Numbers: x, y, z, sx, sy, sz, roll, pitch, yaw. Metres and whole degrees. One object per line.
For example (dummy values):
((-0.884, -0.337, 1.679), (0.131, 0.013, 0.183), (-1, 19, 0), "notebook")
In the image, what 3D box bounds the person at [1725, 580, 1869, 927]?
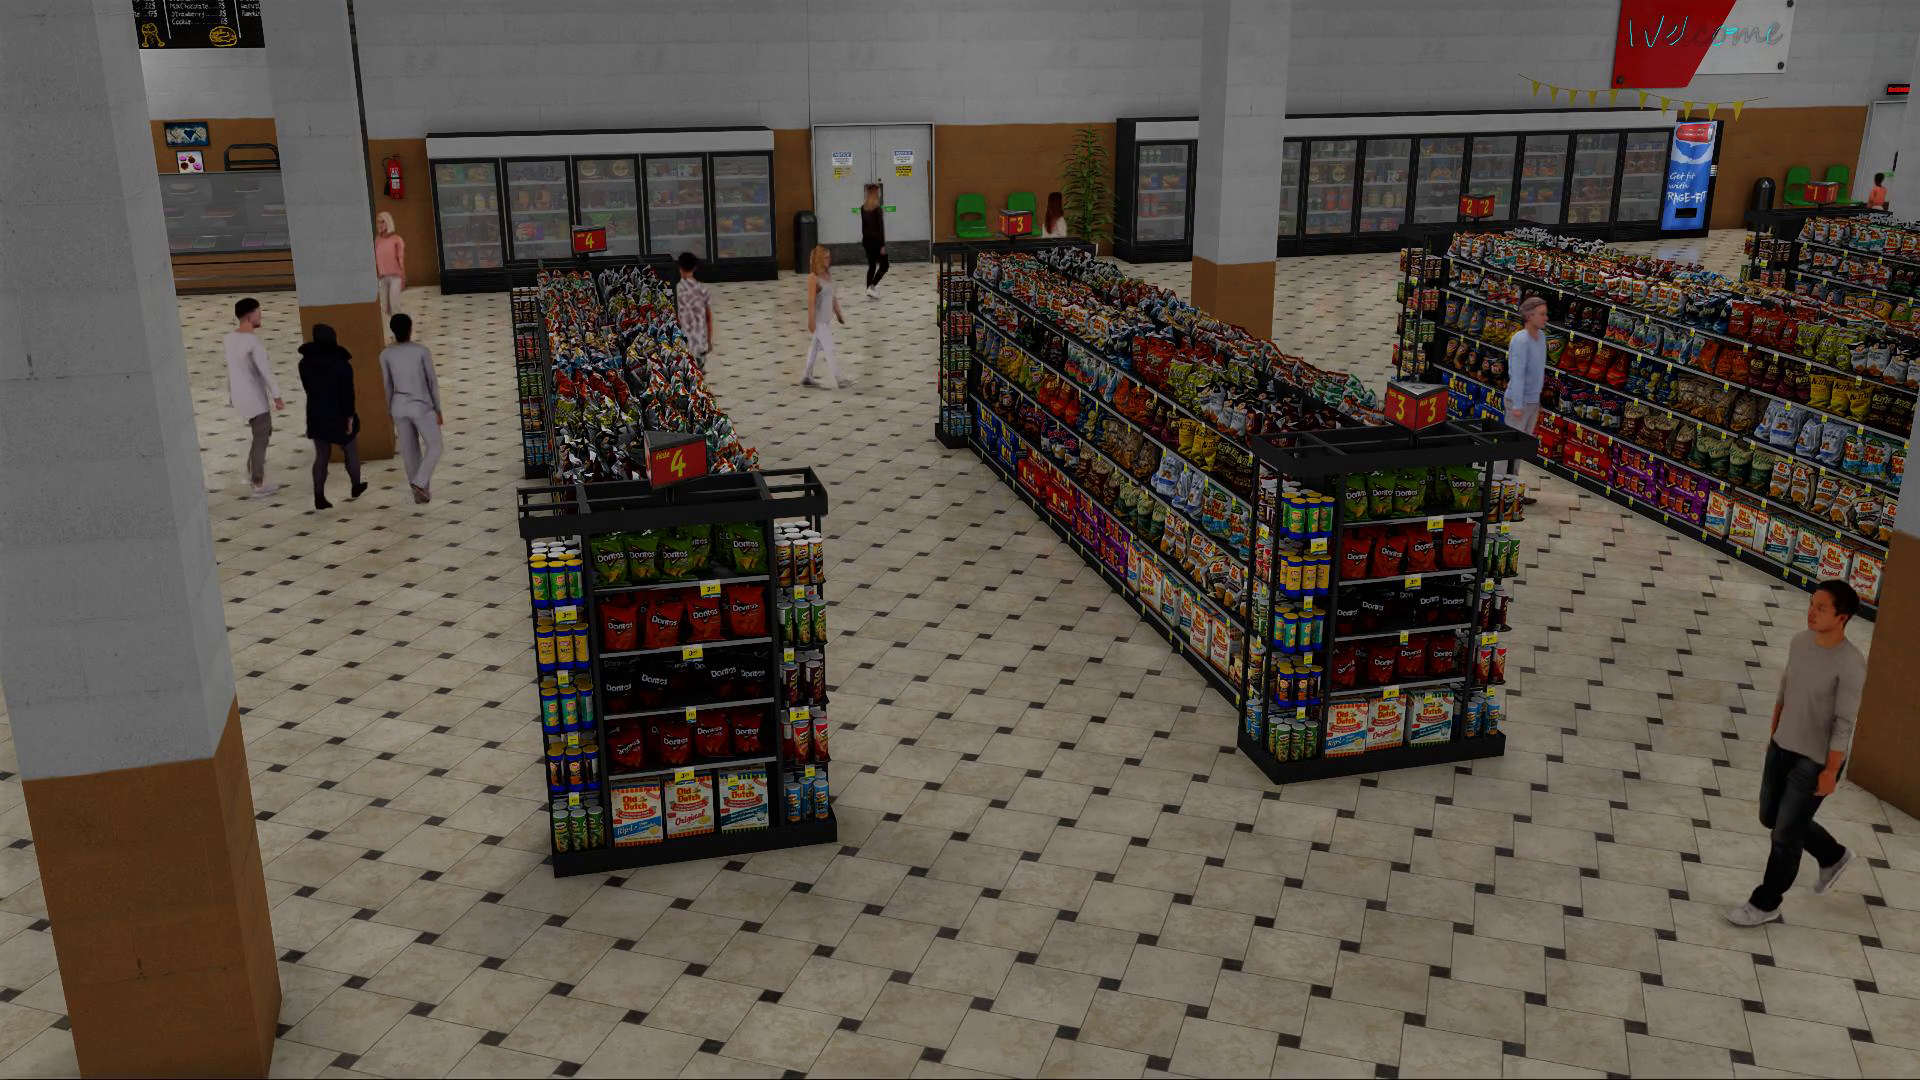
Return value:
((4.215, 1.047, 8.158), (0.767, 1.795, 0.908), (-3, 19, -10), "person")

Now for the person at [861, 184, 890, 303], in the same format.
((-1.312, -4.283, 24.124), (0.800, 1.692, 0.703), (-17, 25, -41), "person")

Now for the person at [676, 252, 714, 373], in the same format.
((-2.819, -2.082, 17.430), (0.756, 1.800, 0.795), (-9, 21, -25), "person")

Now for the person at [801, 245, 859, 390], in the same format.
((-1.665, -2.538, 19.037), (0.984, 1.636, 1.016), (5, 19, 15), "person")

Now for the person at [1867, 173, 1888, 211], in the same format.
((16.022, -5.757, 29.093), (0.487, 1.310, 0.471), (-4, 19, -13), "person")

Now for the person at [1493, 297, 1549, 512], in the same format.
((4.968, -1.214, 14.710), (0.768, 1.893, 0.754), (16, 25, 40), "person")

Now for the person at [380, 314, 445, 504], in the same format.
((-4.854, -1.123, 14.709), (0.778, 1.721, 0.942), (0, 19, -1), "person")

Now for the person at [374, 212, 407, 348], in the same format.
((-7.230, -3.344, 21.309), (0.819, 1.712, 0.924), (5, 19, 15), "person")

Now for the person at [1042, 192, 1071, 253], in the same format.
((1.259, -3.963, 23.136), (0.682, 1.717, 0.577), (-9, 20, -24), "person")

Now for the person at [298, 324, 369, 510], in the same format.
((-5.581, -1.055, 14.631), (0.894, 1.641, 1.160), (1, 19, 4), "person")

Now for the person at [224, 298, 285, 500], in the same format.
((-6.422, -1.249, 14.924), (0.787, 1.821, 0.863), (11, 21, 29), "person")
